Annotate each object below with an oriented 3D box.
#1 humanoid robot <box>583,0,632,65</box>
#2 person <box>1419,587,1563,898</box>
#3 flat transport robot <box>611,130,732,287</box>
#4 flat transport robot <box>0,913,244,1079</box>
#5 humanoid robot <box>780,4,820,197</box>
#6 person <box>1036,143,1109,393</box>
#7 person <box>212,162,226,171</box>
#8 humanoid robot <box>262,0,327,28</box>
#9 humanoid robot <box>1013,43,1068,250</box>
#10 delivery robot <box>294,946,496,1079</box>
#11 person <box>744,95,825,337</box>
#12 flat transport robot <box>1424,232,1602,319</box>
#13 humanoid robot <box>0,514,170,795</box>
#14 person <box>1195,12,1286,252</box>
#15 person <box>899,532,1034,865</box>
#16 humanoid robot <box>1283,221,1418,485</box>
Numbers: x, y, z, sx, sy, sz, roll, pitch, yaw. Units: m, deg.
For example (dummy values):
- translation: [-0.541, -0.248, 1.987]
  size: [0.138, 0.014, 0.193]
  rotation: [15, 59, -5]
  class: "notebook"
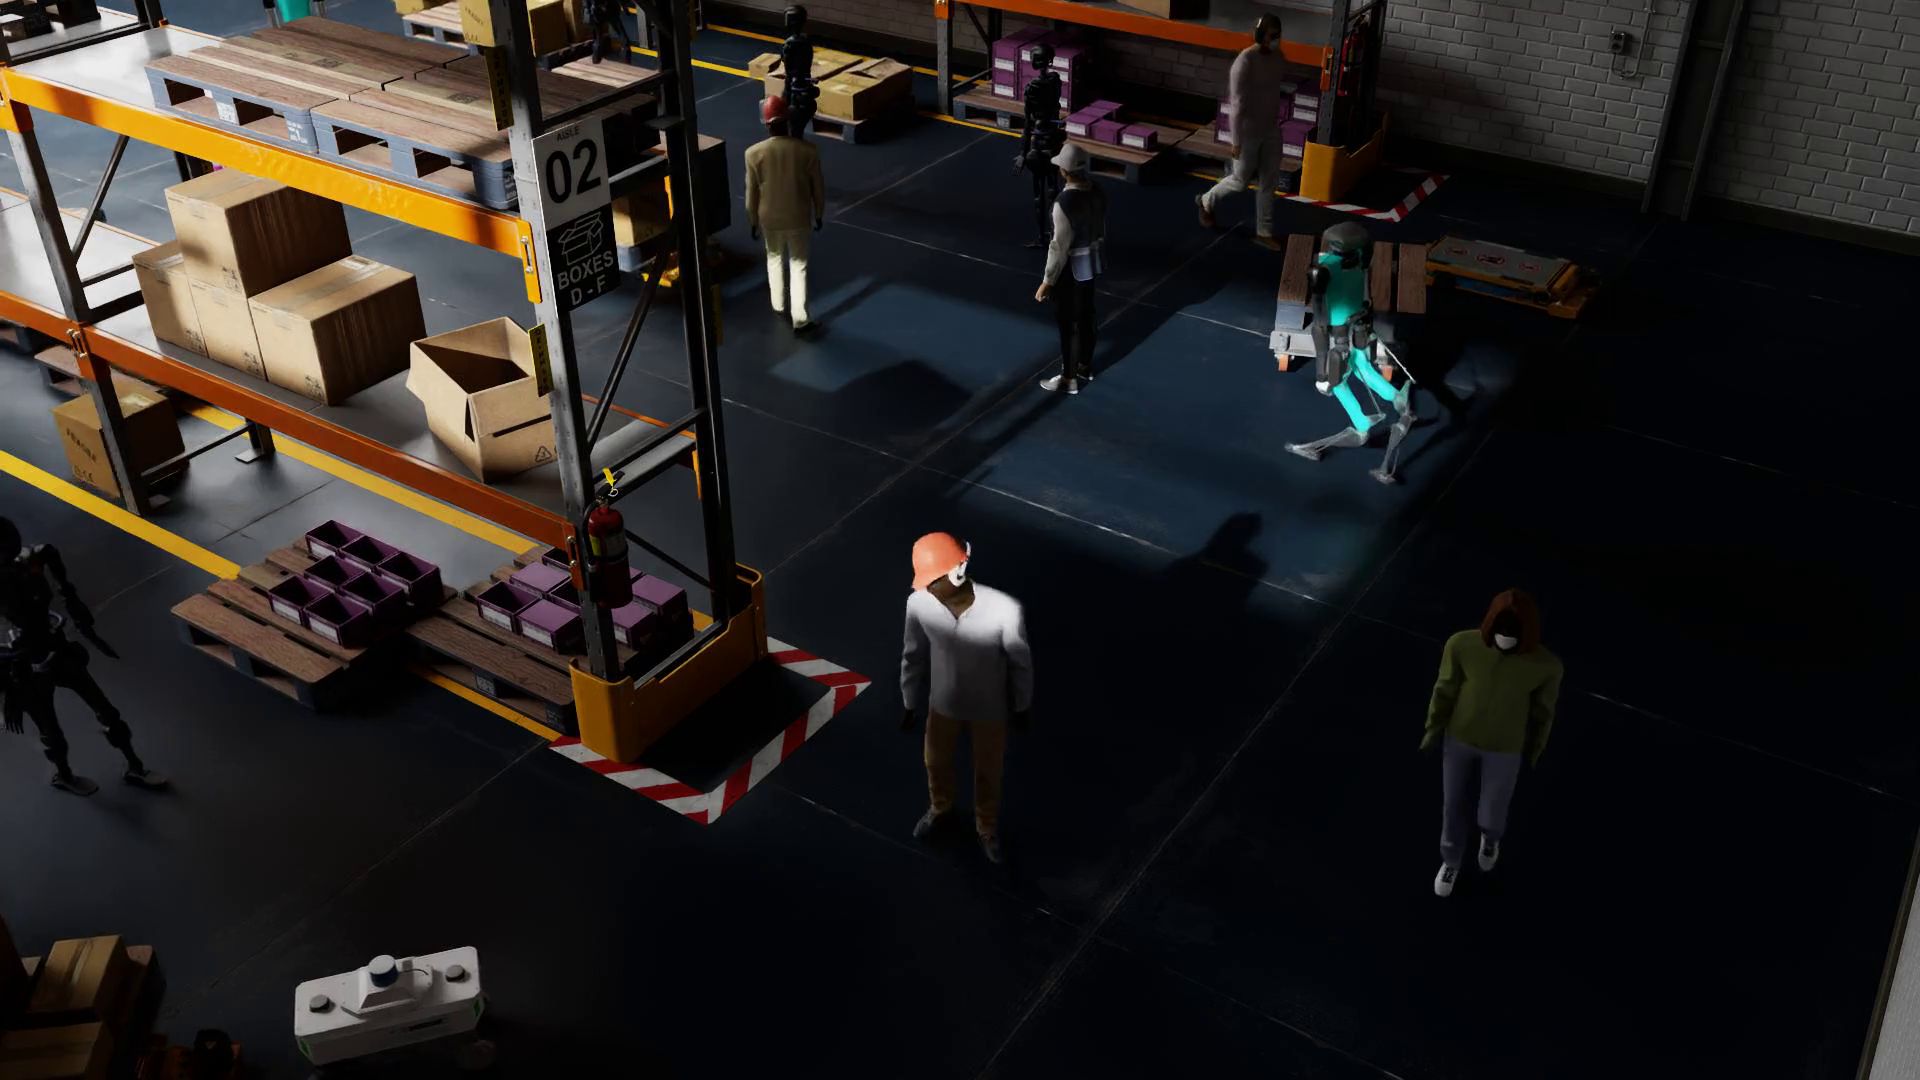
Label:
- translation: [-3.614, -5.470, 16.998]
  size: [0.604, 1.636, 0.610]
  rotation: [20, 38, 27]
  class: "humanoid robot"
- translation: [2.277, 0.897, 7.254]
  size: [0.503, 1.621, 0.378]
  rotation: [17, 37, 24]
  class: "person"
- translation: [-2.654, -2.408, 13.574]
  size: [1.431, 0.231, 0.659]
  rotation: [21, 39, 29]
  class: "flat transport robot"
- translation: [-3.578, 2.268, 6.388]
  size: [1.431, 0.231, 0.659]
  rotation: [-4, 33, -7]
  class: "flat transport robot"
- translation: [-1.439, -3.796, 14.414]
  size: [0.408, 1.656, 0.608]
  rotation: [9, 34, 14]
  class: "humanoid robot"
- translation: [0.768, -1.846, 11.346]
  size: [0.448, 1.753, 0.770]
  rotation: [20, 38, 27]
  class: "person"
- translation: [-5.167, -2.493, 12.258]
  size: [0.509, 1.847, 0.338]
  rotation: [4, 33, 6]
  class: "person"
- translation: [-5.900, -4.275, 15.097]
  size: [0.547, 1.763, 0.918]
  rotation: [-14, 36, -20]
  class: "humanoid robot"
- translation: [0.664, -3.187, 13.468]
  size: [0.315, 1.657, 0.599]
  rotation: [20, 38, 27]
  class: "humanoid robot"
- translation: [-2.276, 1.907, 6.668]
  size: [0.773, 0.582, 0.499]
  rotation: [-10, 34, -15]
  class: "delivery robot"
- translation: [-1.276, -2.375, 12.205]
  size: [0.581, 1.712, 0.619]
  rotation: [1, 33, 1]
  class: "person"
- translation: [4.242, -2.092, 13.088]
  size: [1.431, 0.231, 0.659]
  rotation: [20, 38, 28]
  class: "flat transport robot"
- translation: [-4.210, 0.567, 7.729]
  size: [0.653, 1.635, 0.601]
  rotation: [12, 35, 17]
  class: "humanoid robot"
- translation: [2.353, -3.314, 13.458]
  size: [0.636, 1.919, 0.798]
  rotation: [-25, 41, -33]
  class: "person"
- translation: [0.038, 0.702, 7.475]
  size: [0.605, 1.712, 0.372]
  rotation: [8, 34, 12]
  class: "person"
- translation: [2.475, -1.037, 10.143]
  size: [0.589, 1.739, 1.026]
  rotation: [-27, 42, -35]
  class: "humanoid robot"
